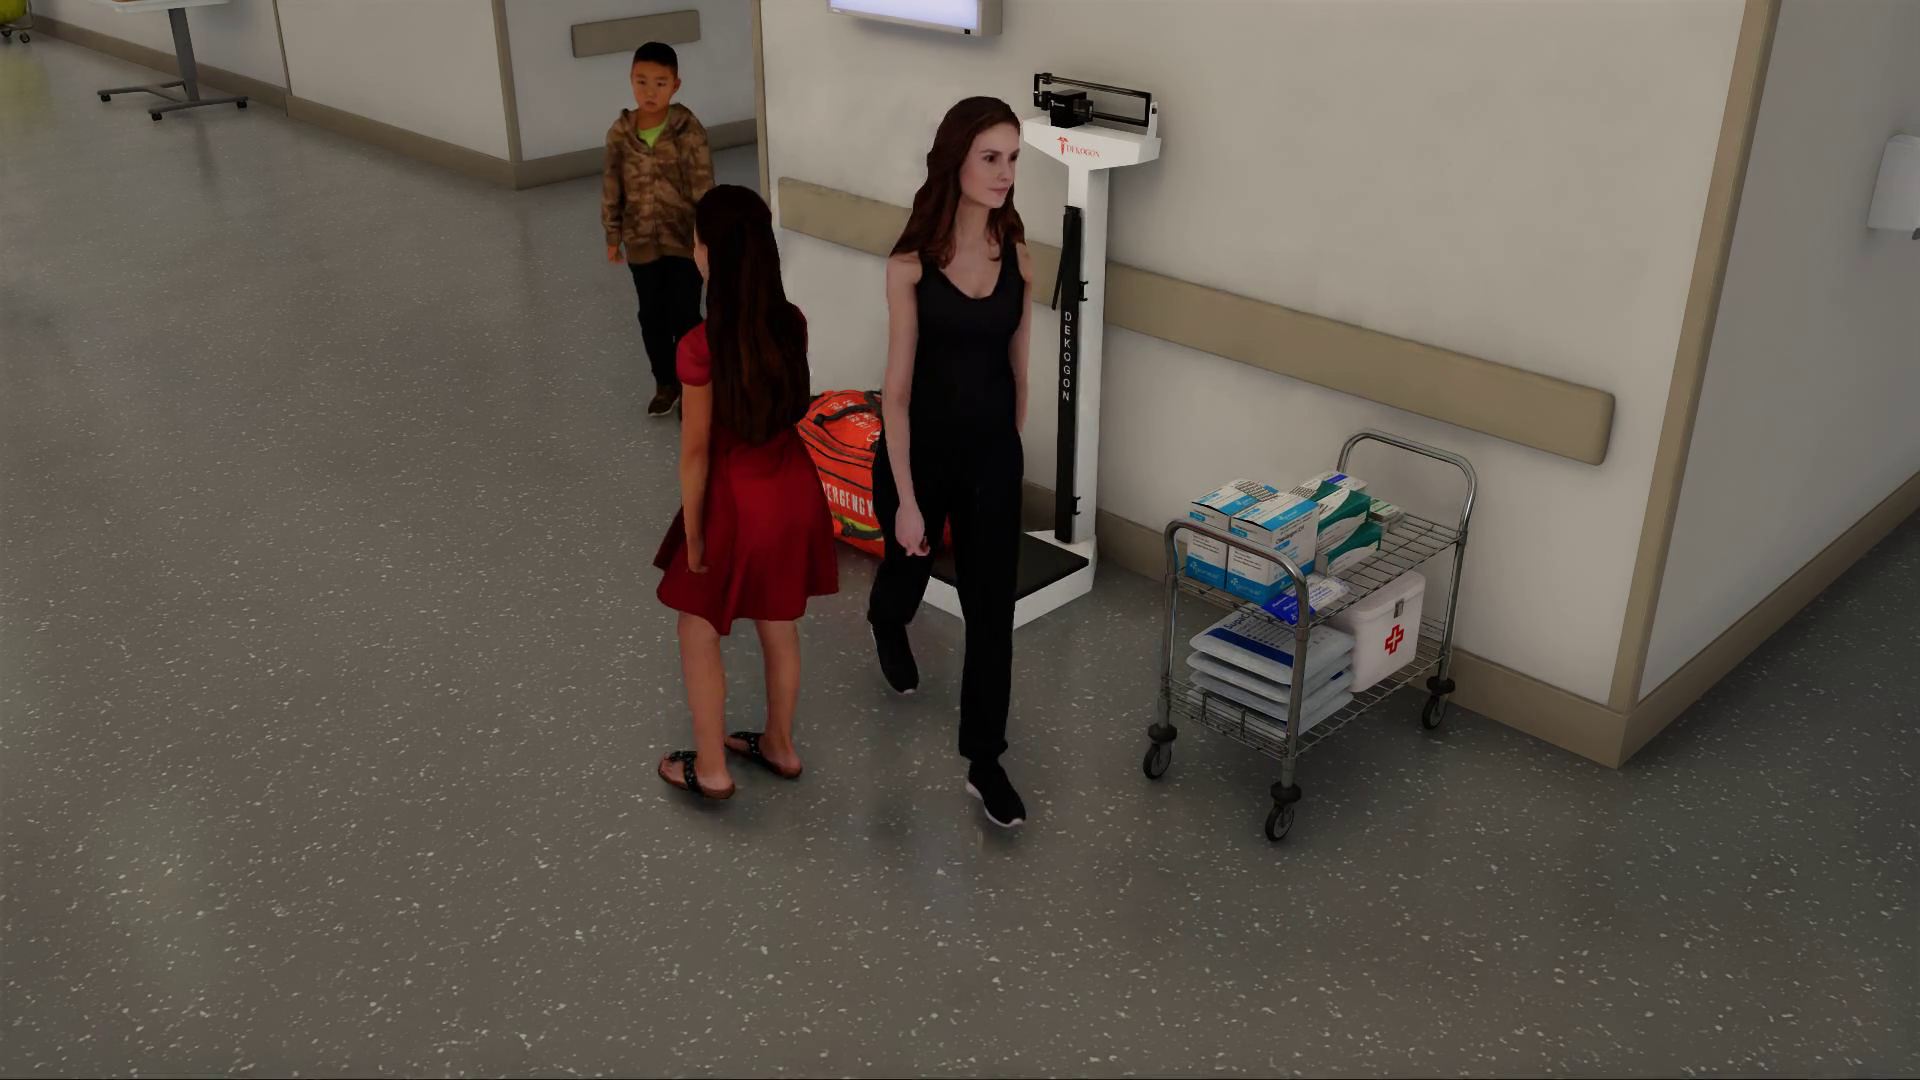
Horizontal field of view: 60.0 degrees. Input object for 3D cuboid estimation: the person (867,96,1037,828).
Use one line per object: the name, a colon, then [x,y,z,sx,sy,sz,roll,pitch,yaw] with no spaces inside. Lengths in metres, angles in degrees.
person: [-0.070,-0.211,4.097,0.899,1.700,1.223,-9,27,-17]

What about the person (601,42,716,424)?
person: [-1.117,-1.183,6.411,0.712,1.442,0.784,3,26,6]

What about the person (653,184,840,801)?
person: [-0.454,-0.074,3.990,0.643,1.546,0.605,23,34,40]
